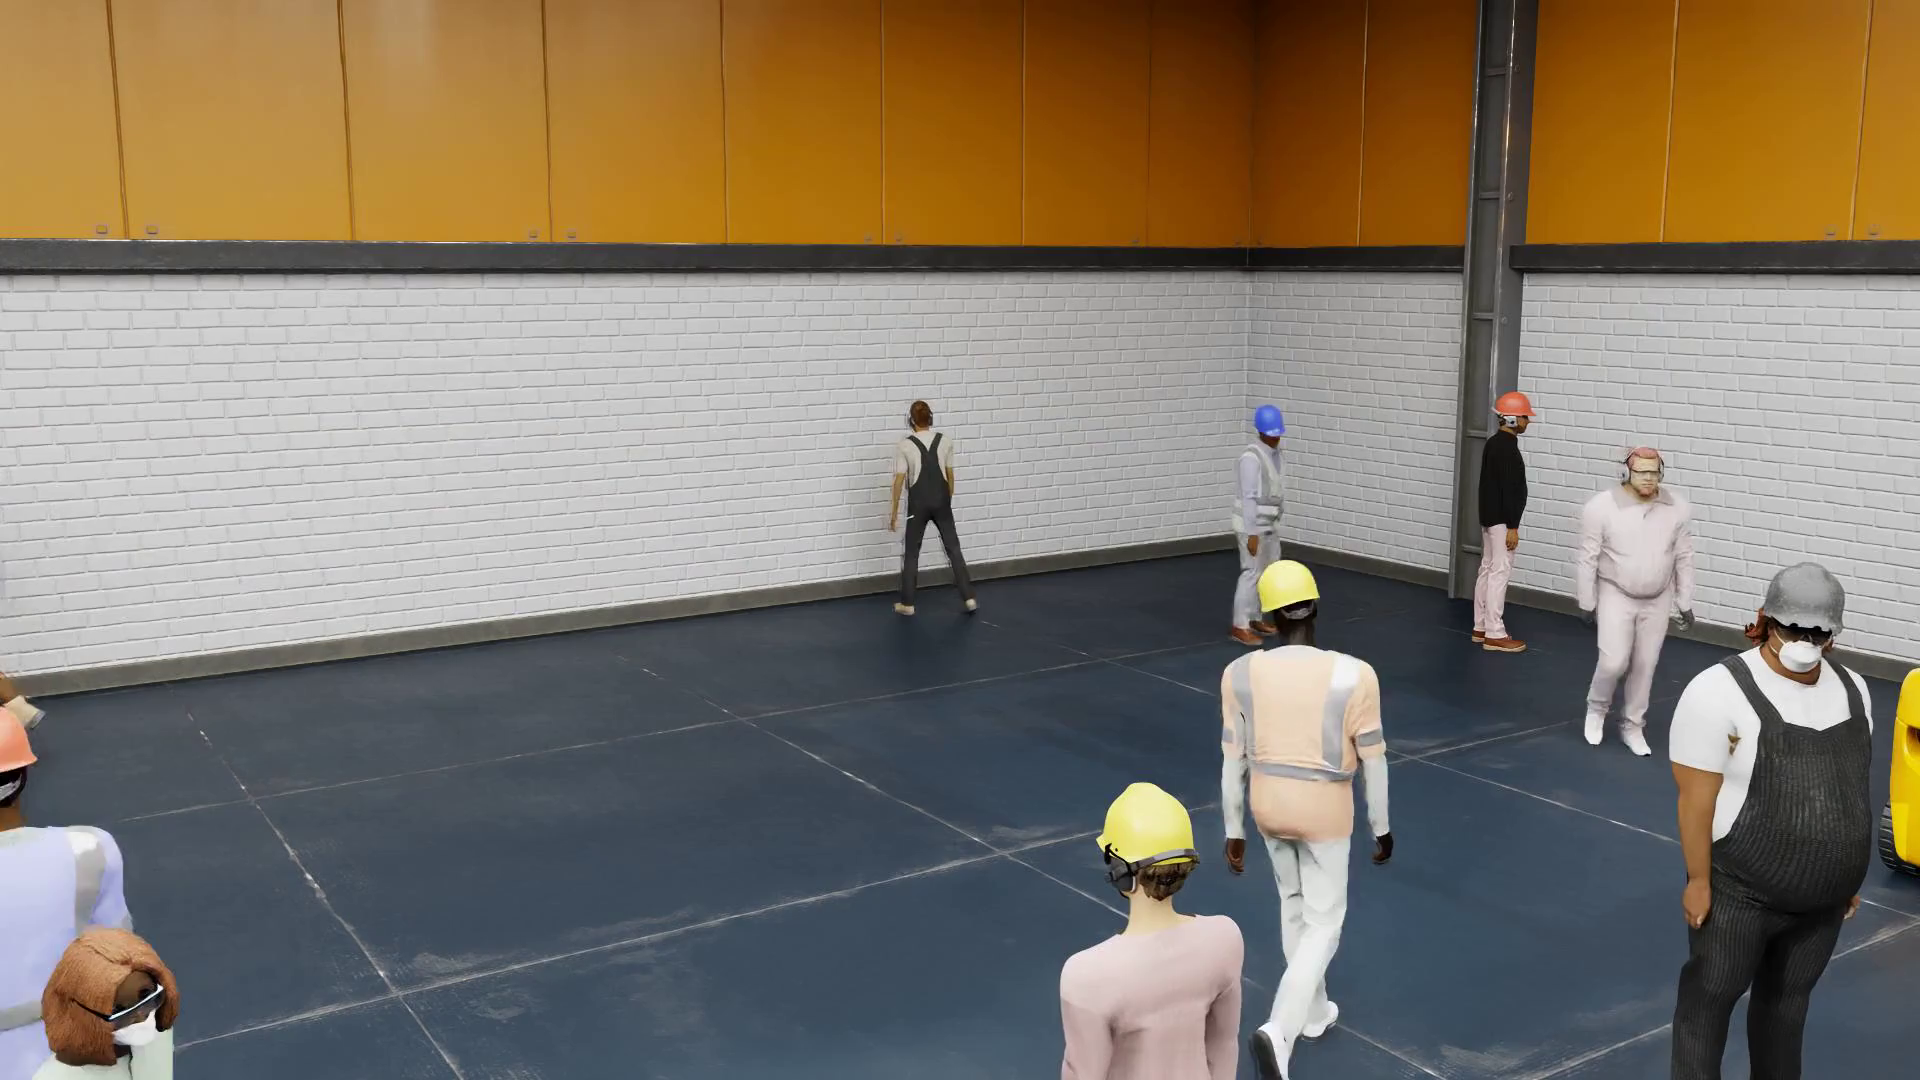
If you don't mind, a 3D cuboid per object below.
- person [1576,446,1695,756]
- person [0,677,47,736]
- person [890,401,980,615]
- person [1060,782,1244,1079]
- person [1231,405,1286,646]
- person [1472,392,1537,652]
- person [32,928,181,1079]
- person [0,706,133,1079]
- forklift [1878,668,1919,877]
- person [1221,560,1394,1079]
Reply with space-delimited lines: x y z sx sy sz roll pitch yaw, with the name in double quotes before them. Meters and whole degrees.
"person" 4.078 0.372 10.026 0.661 1.894 0.416 0 9 -1
"person" -6.108 0.293 10.151 0.950 2.015 0.616 0 9 2
"person" -0.210 -0.253 14.023 0.761 1.817 0.535 -2 10 -14
"person" 0.437 1.441 3.958 0.522 1.768 0.312 -6 11 -32
"person" 2.329 -0.111 12.891 0.506 1.900 0.640 7 12 35
"person" 4.203 -0.148 12.839 0.396 1.992 0.622 0 9 2
"person" -1.716 1.585 3.559 0.577 1.603 0.550 1 9 6
"person" -2.311 1.339 4.104 0.557 1.919 0.547 -9 13 -44
"forklift" 5.511 0.571 7.906 2.313 2.155 1.214 -6 11 -33
"person" 1.227 1.025 6.101 0.611 1.885 0.844 6 11 32
